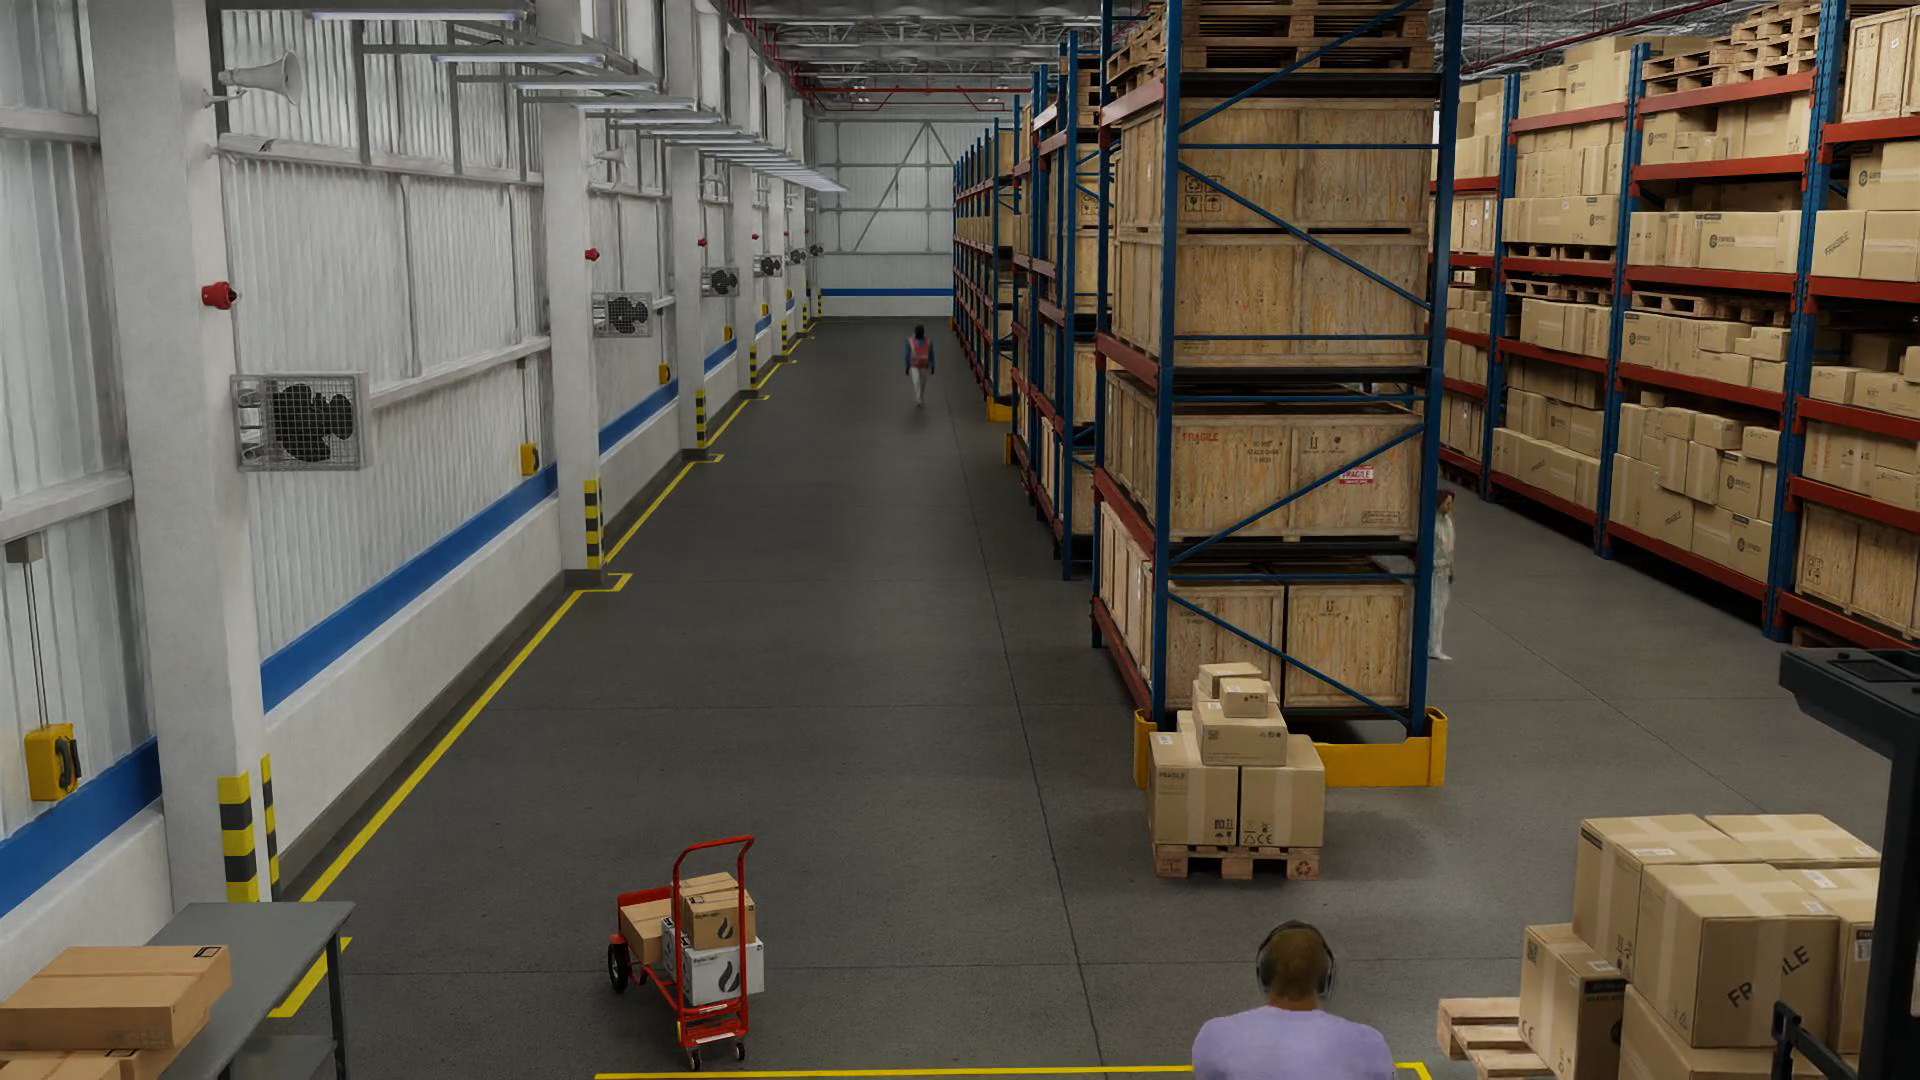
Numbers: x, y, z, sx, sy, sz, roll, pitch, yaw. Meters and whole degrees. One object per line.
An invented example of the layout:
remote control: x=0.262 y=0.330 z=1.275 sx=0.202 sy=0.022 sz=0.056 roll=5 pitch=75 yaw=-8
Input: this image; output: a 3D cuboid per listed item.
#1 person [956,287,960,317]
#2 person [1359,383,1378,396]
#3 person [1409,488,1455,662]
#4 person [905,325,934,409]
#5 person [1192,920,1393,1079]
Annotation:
person: x=0.045 y=-8.959 z=63.747 sx=0.699 sy=1.619 sz=0.527 roll=2 pitch=11 yaw=11
person: x=6.771 y=-2.168 z=27.640 sx=0.391 sy=1.919 sz=0.587 roll=3 pitch=11 yaw=15
person: x=4.379 y=0.318 z=15.442 sx=0.533 sy=1.625 sz=0.414 roll=-9 pitch=14 yaw=-40
person: x=-0.884 y=-3.813 z=36.499 sx=0.631 sy=1.806 sz=0.917 roll=-3 pitch=11 yaw=-14
person: x=1.067 y=2.131 z=5.376 sx=0.652 sy=1.888 sz=1.039 roll=2 pitch=11 yaw=9
